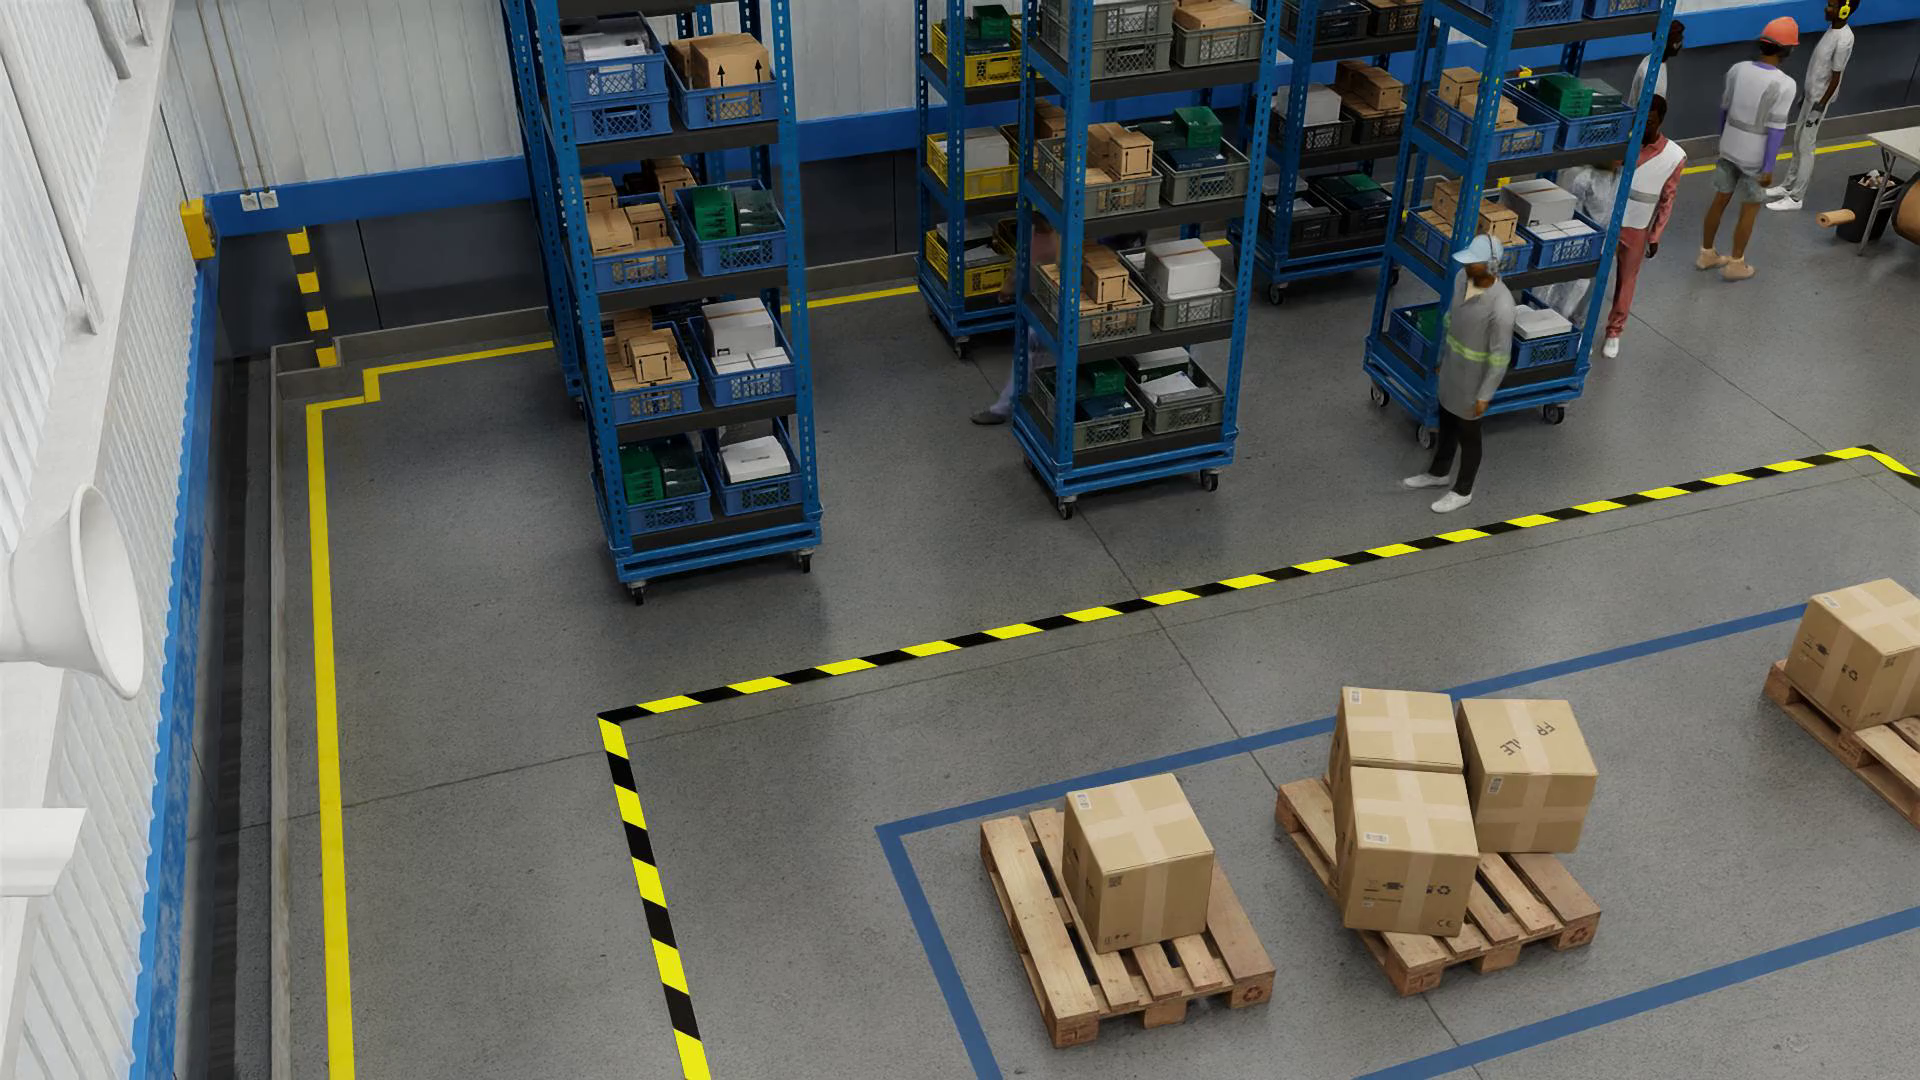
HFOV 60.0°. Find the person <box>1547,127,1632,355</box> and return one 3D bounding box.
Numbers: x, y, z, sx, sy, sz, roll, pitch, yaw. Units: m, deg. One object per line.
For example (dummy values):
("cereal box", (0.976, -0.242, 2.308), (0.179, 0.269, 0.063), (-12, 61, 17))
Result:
("person", (4.456, -2.082, 11.728), (0.491, 1.741, 0.320), (-13, 37, -18))

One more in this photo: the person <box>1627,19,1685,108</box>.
("person", (5.414, -3.211, 13.223), (0.334, 1.867, 0.512), (17, 39, 23))

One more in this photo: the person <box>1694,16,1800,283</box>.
("person", (6.043, -2.987, 12.762), (0.433, 2.032, 0.639), (-16, 38, -21))

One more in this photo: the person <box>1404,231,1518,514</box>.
("person", (3.053, -1.015, 10.121), (0.395, 1.850, 0.596), (-9, 36, -13))

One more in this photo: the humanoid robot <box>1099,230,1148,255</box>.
("humanoid robot", (1.130, -1.879, 11.506), (0.352, 1.642, 0.608), (-11, 37, -15))

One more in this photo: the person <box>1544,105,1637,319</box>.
("person", (4.485, -2.204, 11.845), (0.665, 1.813, 0.515), (-26, 42, -31))

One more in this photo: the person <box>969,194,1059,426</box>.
("person", (0.528, -1.594, 11.056), (0.929, 1.710, 0.531), (-8, 36, -11))

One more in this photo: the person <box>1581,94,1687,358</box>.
("person", (4.703, -2.235, 11.793), (0.592, 1.919, 0.392), (20, 40, 26))

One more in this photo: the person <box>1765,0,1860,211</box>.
("person", (7.113, -3.670, 13.869), (0.329, 1.872, 0.509), (7, 36, 10))
